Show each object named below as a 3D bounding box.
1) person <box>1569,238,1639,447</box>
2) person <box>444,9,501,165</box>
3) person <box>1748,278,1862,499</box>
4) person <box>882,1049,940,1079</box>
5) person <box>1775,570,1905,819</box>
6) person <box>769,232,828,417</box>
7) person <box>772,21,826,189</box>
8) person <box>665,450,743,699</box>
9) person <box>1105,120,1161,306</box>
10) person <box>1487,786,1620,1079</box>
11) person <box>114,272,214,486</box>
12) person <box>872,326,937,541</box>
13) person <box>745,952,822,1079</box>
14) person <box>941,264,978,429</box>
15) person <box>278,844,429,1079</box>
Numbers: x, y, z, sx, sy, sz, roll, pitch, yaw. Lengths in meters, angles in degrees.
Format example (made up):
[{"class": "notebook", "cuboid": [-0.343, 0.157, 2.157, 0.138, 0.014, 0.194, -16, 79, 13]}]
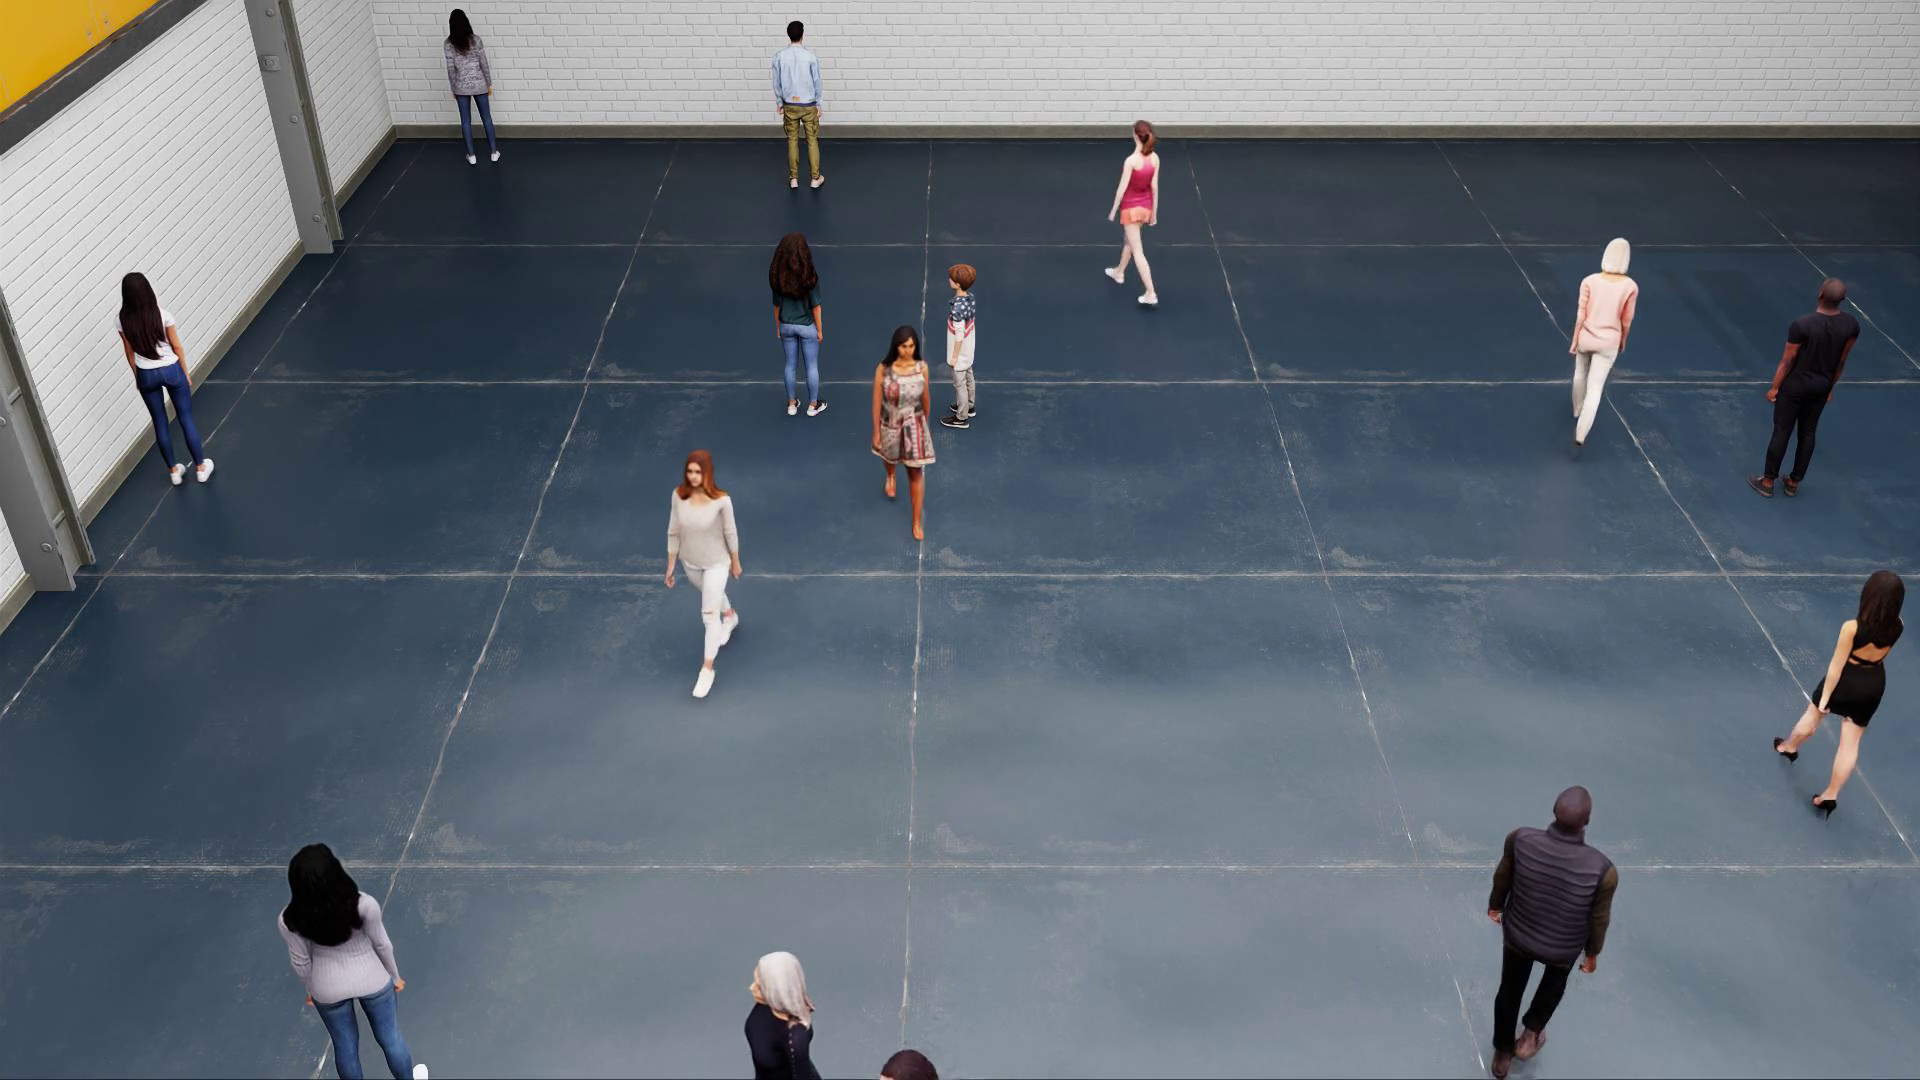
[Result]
[{"class": "person", "cuboid": [5.166, -1.566, 13.492, 0.896, 1.683, 1.215, 13, 36, 18]}, {"class": "person", "cuboid": [-5.541, -5.133, 18.813, 0.669, 1.733, 0.627, -10, 35, -15]}, {"class": "person", "cuboid": [6.483, -1.158, 12.755, 0.663, 1.818, 0.551, 1, 34, 2]}, {"class": "person", "cuboid": [-0.134, 2.677, 7.166, 0.745, 1.619, 0.800, 15, 36, 21]}, {"class": "person", "cuboid": [5.271, 0.954, 9.758, 0.548, 1.619, 0.887, 0, 34, 0]}, {"class": "person", "cuboid": [-1.354, -1.799, 13.903, 0.655, 1.616, 0.660, 7, 34, 11]}, {"class": "person", "cuboid": [-1.754, -4.752, 18.169, 0.685, 1.810, 0.568, 2, 34, 3]}, {"class": "person", "cuboid": [-1.654, 0.103, 10.990, 0.841, 1.672, 1.166, 11, 35, 16]}, {"class": "person", "cuboid": [1.705, -3.054, 15.702, 0.992, 1.713, 1.184, -20, 38, -27]}, {"class": "person", "cuboid": [2.791, 1.964, 8.050, 0.845, 1.827, 0.857, 18, 38, 25]}, {"class": "person", "cuboid": [-6.211, -1.246, 12.928, 0.624, 1.774, 0.579, -8, 34, -12]}, {"class": "person", "cuboid": [-0.462, -0.893, 12.551, 0.716, 1.604, 1.160, -4, 34, -6]}, {"class": "person", "cuboid": [-0.771, 2.455, 7.385, 0.746, 1.747, 0.635, -14, 36, -20]}, {"class": "person", "cuboid": [0.015, -1.627, 13.803, 0.633, 1.439, 0.515, 10, 35, 15]}, {"class": "person", "cuboid": [-2.896, 2.116, 7.904, 0.653, 1.736, 0.605, -8, 34, -11]}]
